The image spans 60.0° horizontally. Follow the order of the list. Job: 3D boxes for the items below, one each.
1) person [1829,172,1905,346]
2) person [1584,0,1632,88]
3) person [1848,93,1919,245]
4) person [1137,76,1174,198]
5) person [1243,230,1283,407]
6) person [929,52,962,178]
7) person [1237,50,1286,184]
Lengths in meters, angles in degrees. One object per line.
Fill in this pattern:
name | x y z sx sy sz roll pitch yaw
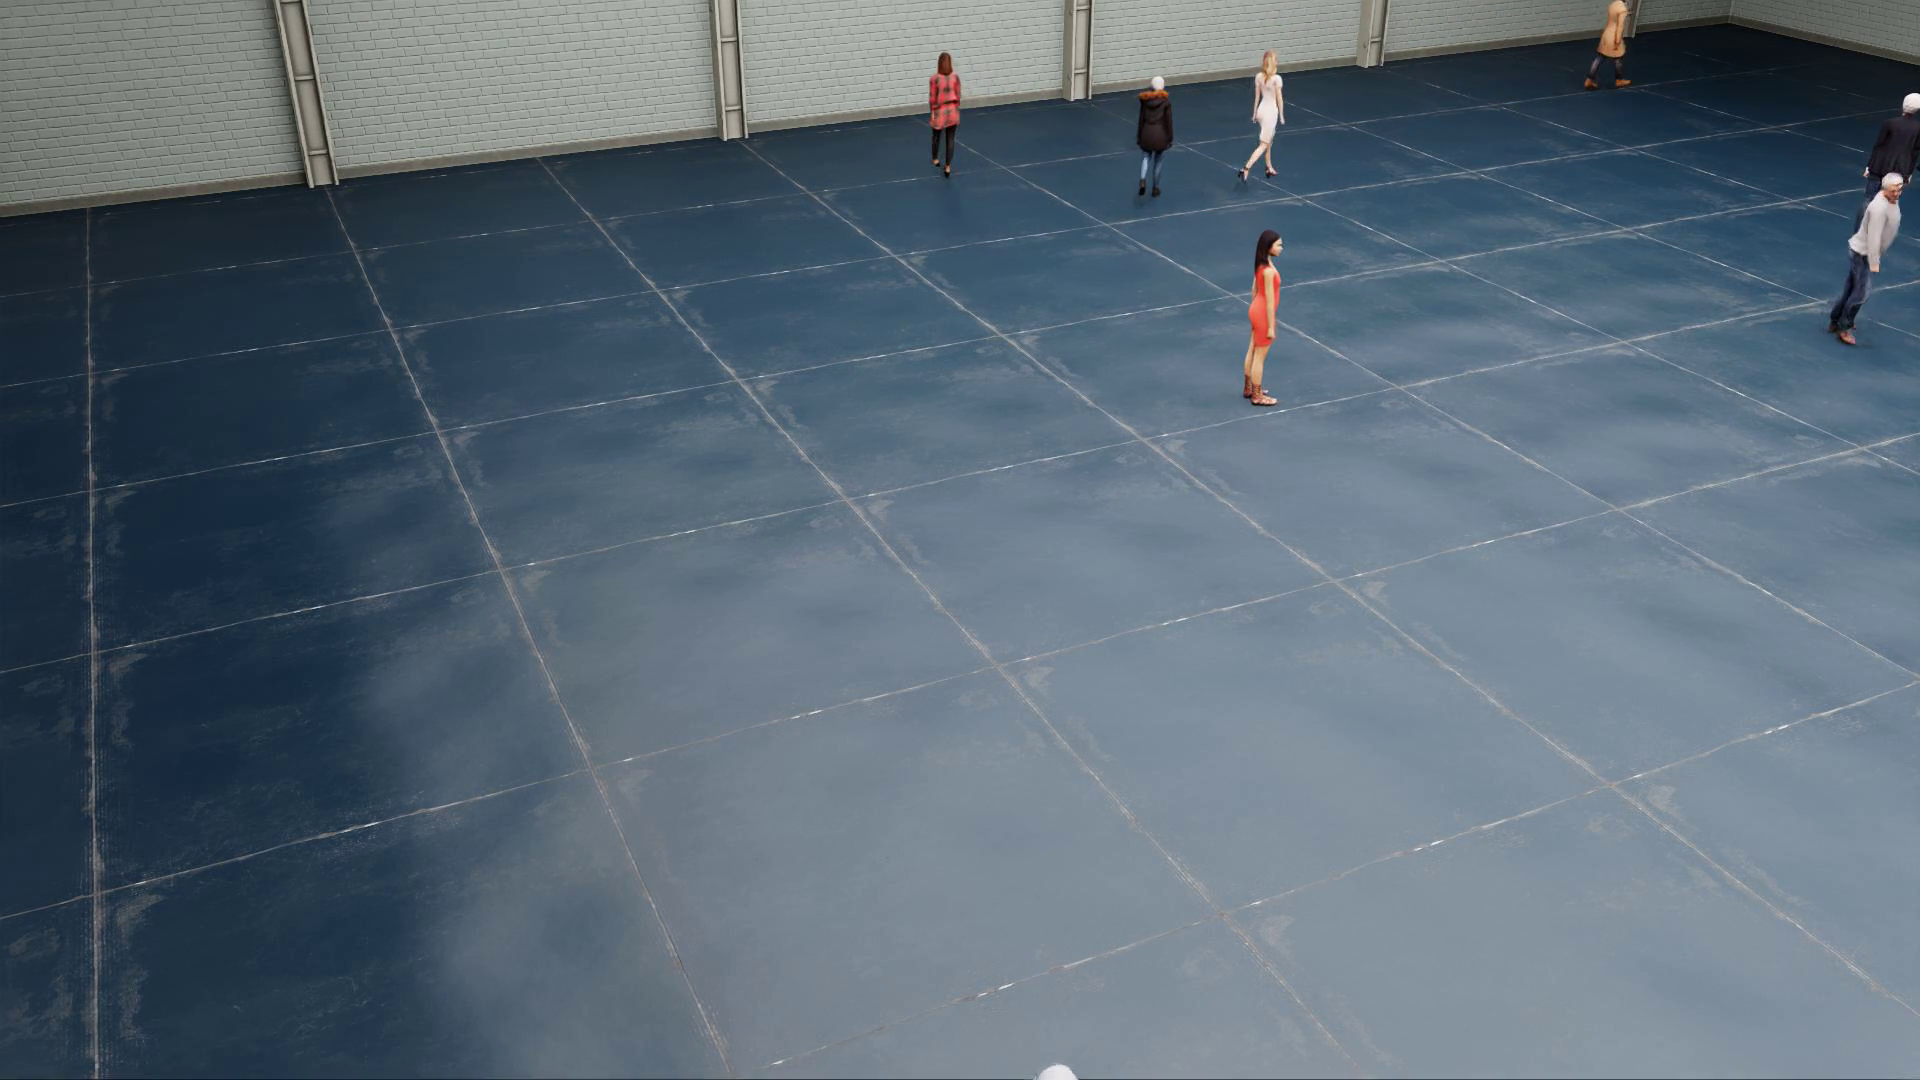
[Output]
person | 9.572 -3.008 17.580 0.983 1.858 0.847 10 30 18
person | 10.870 -8.411 27.907 1.122 1.686 0.722 -9 29 -16
person | 10.333 -4.130 18.555 0.828 1.783 0.794 10 30 18
person | 2.588 -5.371 22.264 0.875 1.625 0.942 11 30 20
person | 2.929 -2.158 16.132 0.635 1.719 0.648 -3 28 -6
person | -0.187 -5.907 23.220 0.950 1.674 0.830 -4 28 -8
person | 4.155 -5.748 22.792 1.158 1.794 0.744 -19 34 -32
